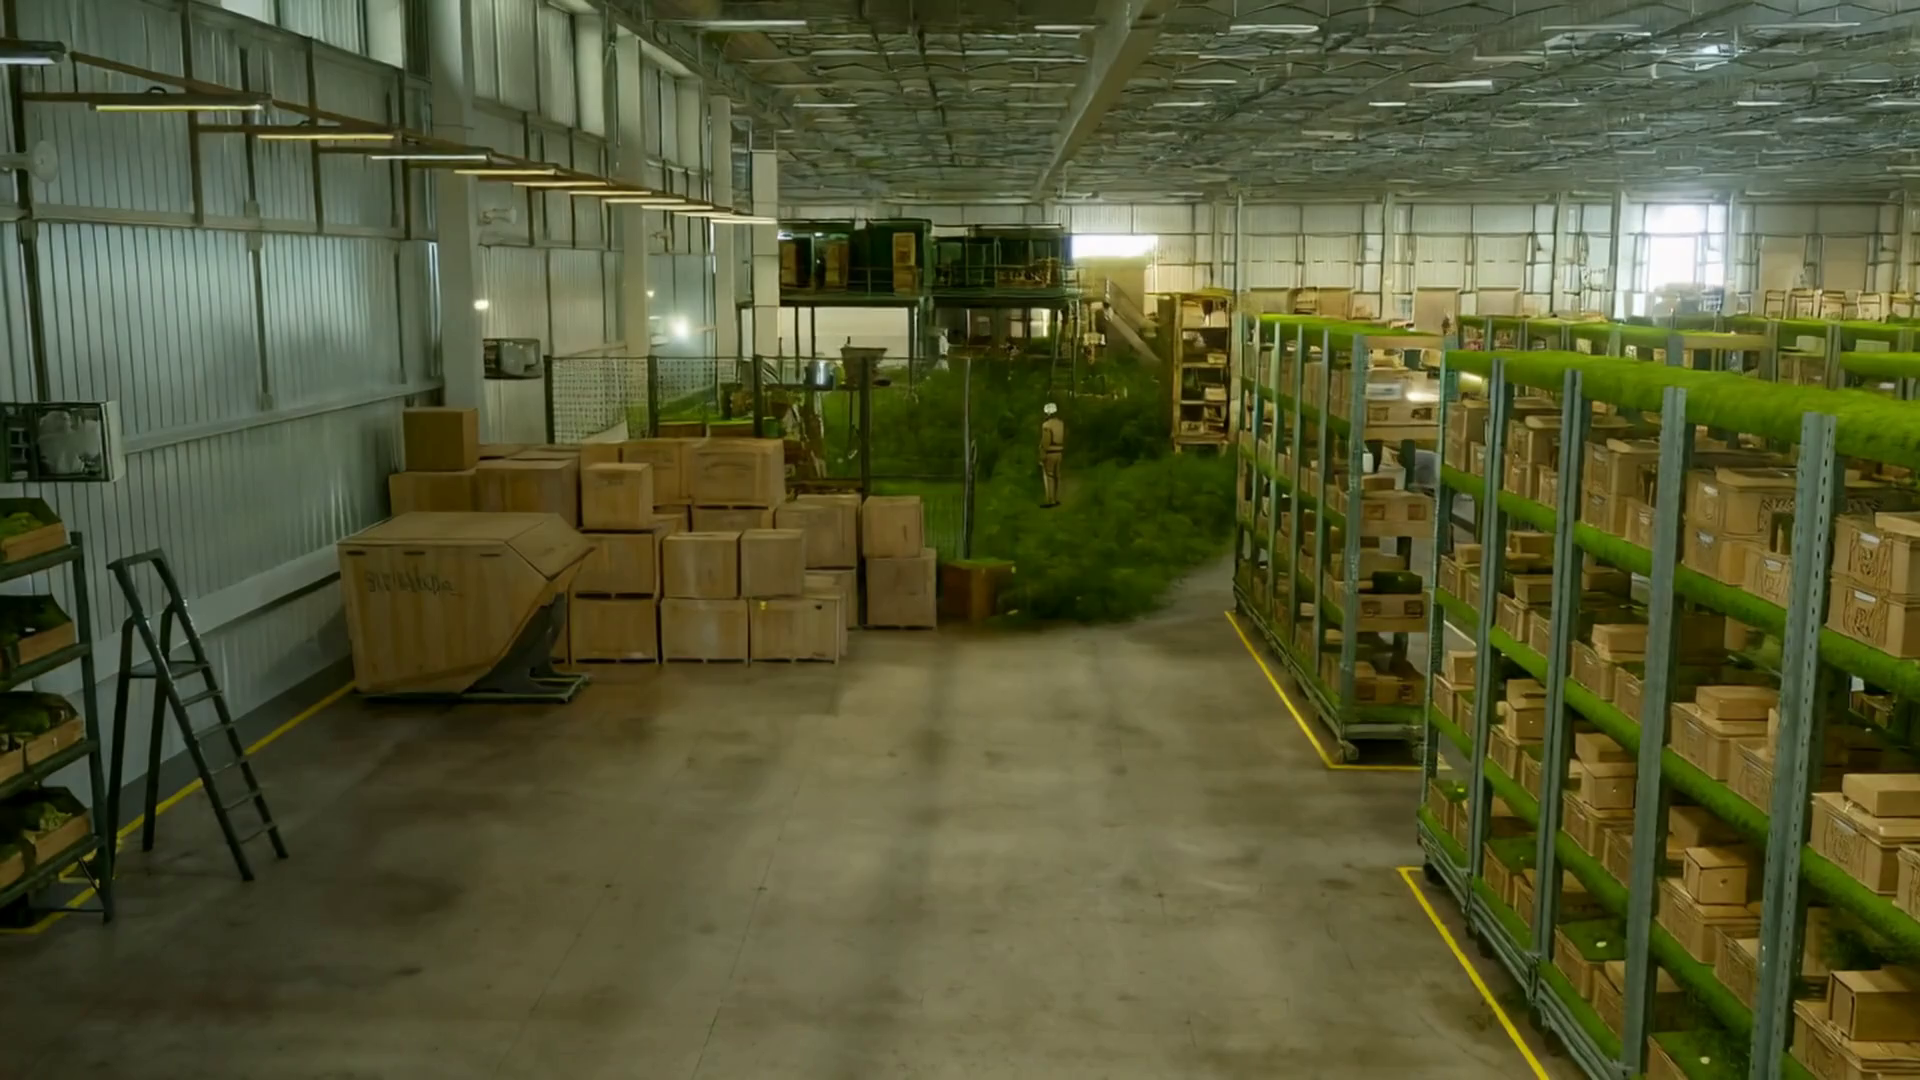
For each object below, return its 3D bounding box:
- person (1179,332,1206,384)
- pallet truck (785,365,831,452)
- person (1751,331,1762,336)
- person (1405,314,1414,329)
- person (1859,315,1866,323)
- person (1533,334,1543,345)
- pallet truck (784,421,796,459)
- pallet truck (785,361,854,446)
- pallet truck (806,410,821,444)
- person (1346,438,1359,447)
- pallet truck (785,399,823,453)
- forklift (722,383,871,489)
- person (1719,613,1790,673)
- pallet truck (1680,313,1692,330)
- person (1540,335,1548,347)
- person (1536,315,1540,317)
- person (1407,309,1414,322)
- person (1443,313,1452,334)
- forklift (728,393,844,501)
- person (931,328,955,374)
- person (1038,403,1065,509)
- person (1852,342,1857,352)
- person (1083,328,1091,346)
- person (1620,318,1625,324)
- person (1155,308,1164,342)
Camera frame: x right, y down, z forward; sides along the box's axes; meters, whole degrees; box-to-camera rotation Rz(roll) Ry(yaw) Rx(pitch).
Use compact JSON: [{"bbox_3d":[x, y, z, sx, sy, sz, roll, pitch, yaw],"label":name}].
[{"bbox_3d":[8.434,-6.665,60.435,1.051,1.999,0.611,8,12,42],"label":"person"},{"bbox_3d":[-3.774,-2.976,37.635,1.885,1.965,0.823,1,9,5],"label":"pallet truck"},{"bbox_3d":[38.696,-9.906,80.747,1.042,1.893,0.644,-5,10,-27],"label":"person"},{"bbox_3d":[23.334,-10.803,86.403,0.429,1.839,0.634,2,9,14],"label":"person"},{"bbox_3d":[46.556,-10.697,85.916,0.533,1.803,0.986,-7,12,-37],"label":"person"},{"bbox_3d":[24.136,-8.179,69.747,0.611,1.993,0.387,0,9,2],"label":"person"},{"bbox_3d":[-4.013,-1.793,32.705,1.601,1.201,0.680,0,9,1],"label":"pallet truck"},{"bbox_3d":[-3.410,-3.193,38.978,1.885,1.965,0.823,0,9,-1],"label":"pallet truck"},{"bbox_3d":[-3.559,-2.018,33.905,1.522,1.261,0.704,0,9,-1],"label":"pallet truck"},{"bbox_3d":[5.482,-0.610,23.360,0.415,1.896,0.640,2,9,9],"label":"person"},{"bbox_3d":[-3.814,-2.432,36.419,1.630,1.274,0.653,0,9,1],"label":"pallet truck"},{"bbox_3d":[-2.893,-1.687,28.729,2.680,1.987,1.157,0,9,-1],"label":"forklift"},{"bbox_3d":[6.092,1.124,12.836,0.562,1.838,0.390,7,11,36],"label":"person"},{"bbox_3d":[36.315,-10.531,84.244,0.823,1.965,1.885,-6,11,-33],"label":"pallet truck"},{"bbox_3d":[25.137,-8.348,71.493,0.330,1.765,0.533,8,12,42],"label":"person"},{"bbox_3d":[31.369,-11.355,90.237,0.322,1.699,0.536,4,10,24],"label":"person"},{"bbox_3d":[25.607,-12.188,94.717,0.397,1.918,0.588,7,12,37],"label":"person"},{"bbox_3d":[25.130,-10.754,85.815,0.411,1.939,0.601,-3,10,-16],"label":"person"},{"bbox_3d":[-2.979,-1.316,26.476,2.680,1.987,1.157,0,9,1],"label":"forklift"},{"bbox_3d":[-0.711,-7.528,66.198,0.927,1.850,0.586,1,9,8],"label":"person"},{"bbox_3d":[1.558,-1.448,28.722,0.403,1.830,0.601,7,11,36],"label":"person"},{"bbox_3d":[32.274,-6.619,60.282,0.347,1.942,0.549,6,11,32],"label":"person"},{"bbox_3d":[6.920,-11.489,90.663,0.654,1.828,0.579,-3,10,-19],"label":"person"},{"bbox_3d":[30.931,-9.431,77.729,0.591,1.915,0.396,5,10,28],"label":"person"},{"bbox_3d":[11.525,-12.418,96.112,0.607,1.917,0.578,-5,11,-30],"label":"person"}]
